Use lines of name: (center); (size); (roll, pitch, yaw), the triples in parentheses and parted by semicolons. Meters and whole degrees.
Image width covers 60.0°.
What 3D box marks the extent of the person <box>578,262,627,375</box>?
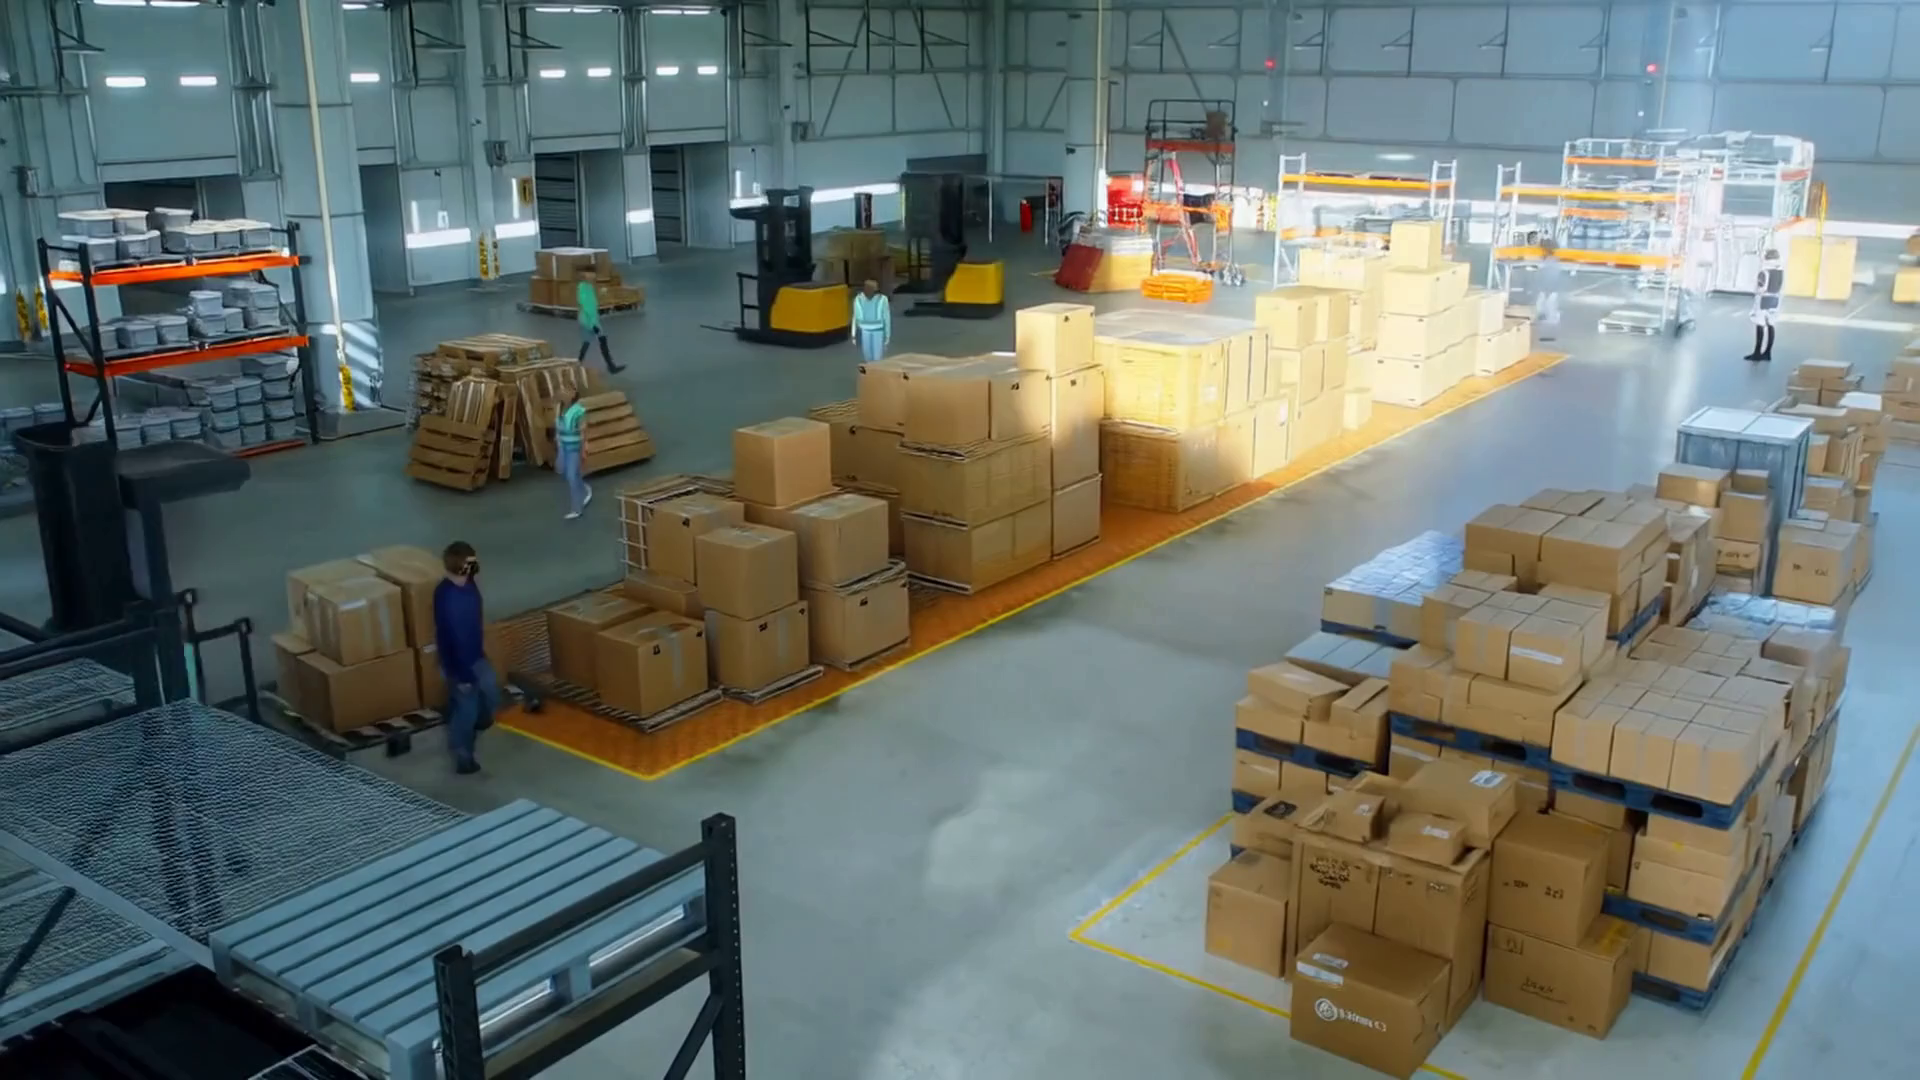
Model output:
person: (-5.965, -3.615, 27.405); (0.892, 1.904, 0.558); (3, 17, 9)

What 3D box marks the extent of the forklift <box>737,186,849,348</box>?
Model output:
forklift: (-3.066, -5.040, 30.462); (1.873, 2.768, 1.129); (12, 21, 35)

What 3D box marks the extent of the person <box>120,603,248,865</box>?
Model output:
person: (-5.302, 1.315, 11.109); (0.785, 1.897, 0.597); (3, 17, 9)

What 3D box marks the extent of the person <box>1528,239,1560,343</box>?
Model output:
person: (10.632, -4.544, 30.486); (0.867, 1.909, 0.634); (0, 17, 0)

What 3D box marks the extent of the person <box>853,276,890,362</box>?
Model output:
person: (-1.387, -3.259, 26.341); (0.581, 1.854, 0.935); (2, 17, 7)

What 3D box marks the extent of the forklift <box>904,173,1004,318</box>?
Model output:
forklift: (-0.098, -5.952, 33.483); (1.873, 2.768, 1.129); (3, 17, 10)

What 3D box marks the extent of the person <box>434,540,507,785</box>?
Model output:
person: (-3.630, 0.926, 12.333); (0.442, 1.920, 0.639); (0, 17, 0)

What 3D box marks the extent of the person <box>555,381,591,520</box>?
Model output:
person: (-4.505, -1.060, 19.400); (0.542, 1.624, 0.374); (13, 21, 38)

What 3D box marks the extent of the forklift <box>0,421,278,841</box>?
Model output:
forklift: (-6.152, 0.598, 11.794); (1.129, 2.768, 1.873); (16, 23, 42)

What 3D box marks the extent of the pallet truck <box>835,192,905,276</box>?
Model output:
pallet truck: (-1.936, -7.159, 38.982); (1.885, 1.965, 0.823); (-12, 21, -34)

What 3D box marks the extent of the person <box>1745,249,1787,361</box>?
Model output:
person: (13.980, -4.067, 28.848); (0.545, 1.939, 0.354); (-5, 17, -15)
